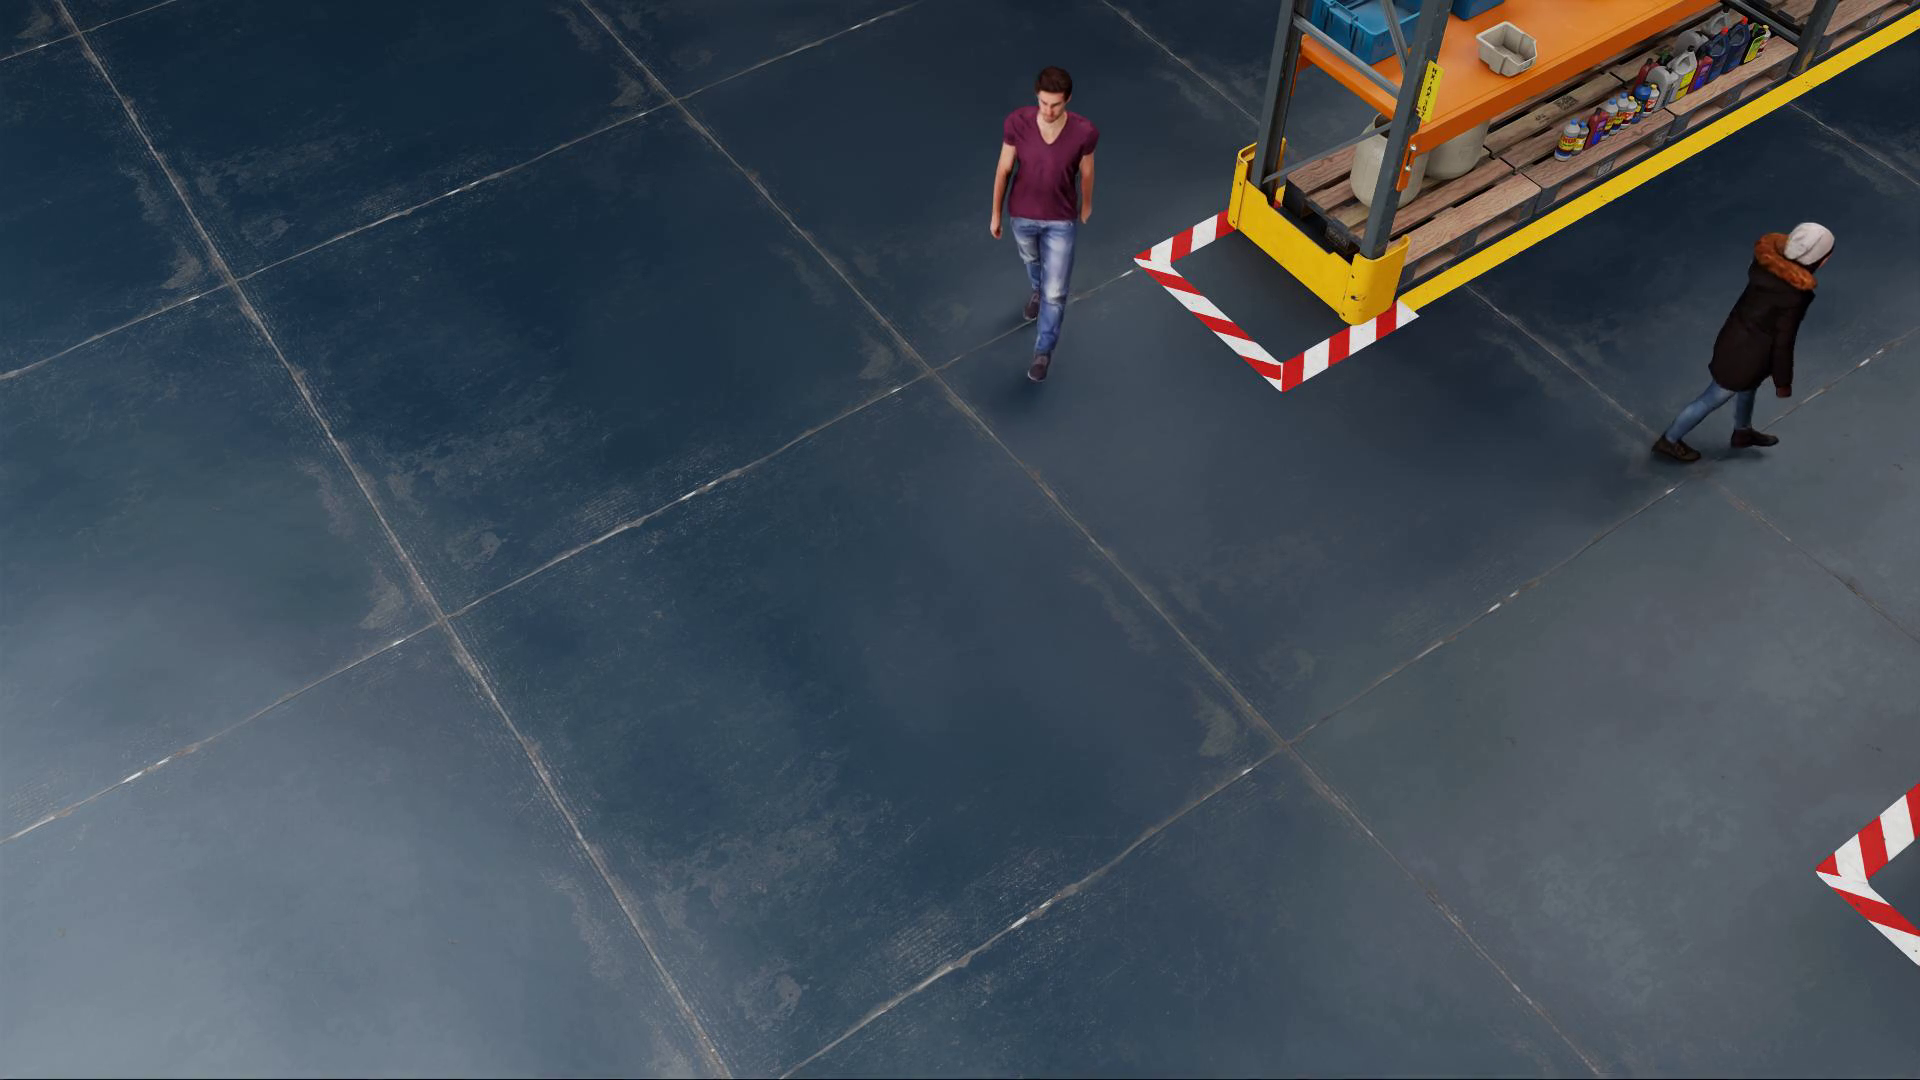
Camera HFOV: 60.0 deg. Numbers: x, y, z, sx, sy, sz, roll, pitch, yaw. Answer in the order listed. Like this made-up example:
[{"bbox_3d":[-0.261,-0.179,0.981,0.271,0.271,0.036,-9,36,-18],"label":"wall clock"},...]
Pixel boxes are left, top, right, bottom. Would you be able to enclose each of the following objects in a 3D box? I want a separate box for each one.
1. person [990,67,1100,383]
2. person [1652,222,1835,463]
[{"bbox_3d":[0.471,-1.849,9.013,1.059,1.812,1.182,15,54,11],"label":"person"},{"bbox_3d":[3.935,-0.967,8.457,0.995,1.612,0.943,10,53,7],"label":"person"}]
